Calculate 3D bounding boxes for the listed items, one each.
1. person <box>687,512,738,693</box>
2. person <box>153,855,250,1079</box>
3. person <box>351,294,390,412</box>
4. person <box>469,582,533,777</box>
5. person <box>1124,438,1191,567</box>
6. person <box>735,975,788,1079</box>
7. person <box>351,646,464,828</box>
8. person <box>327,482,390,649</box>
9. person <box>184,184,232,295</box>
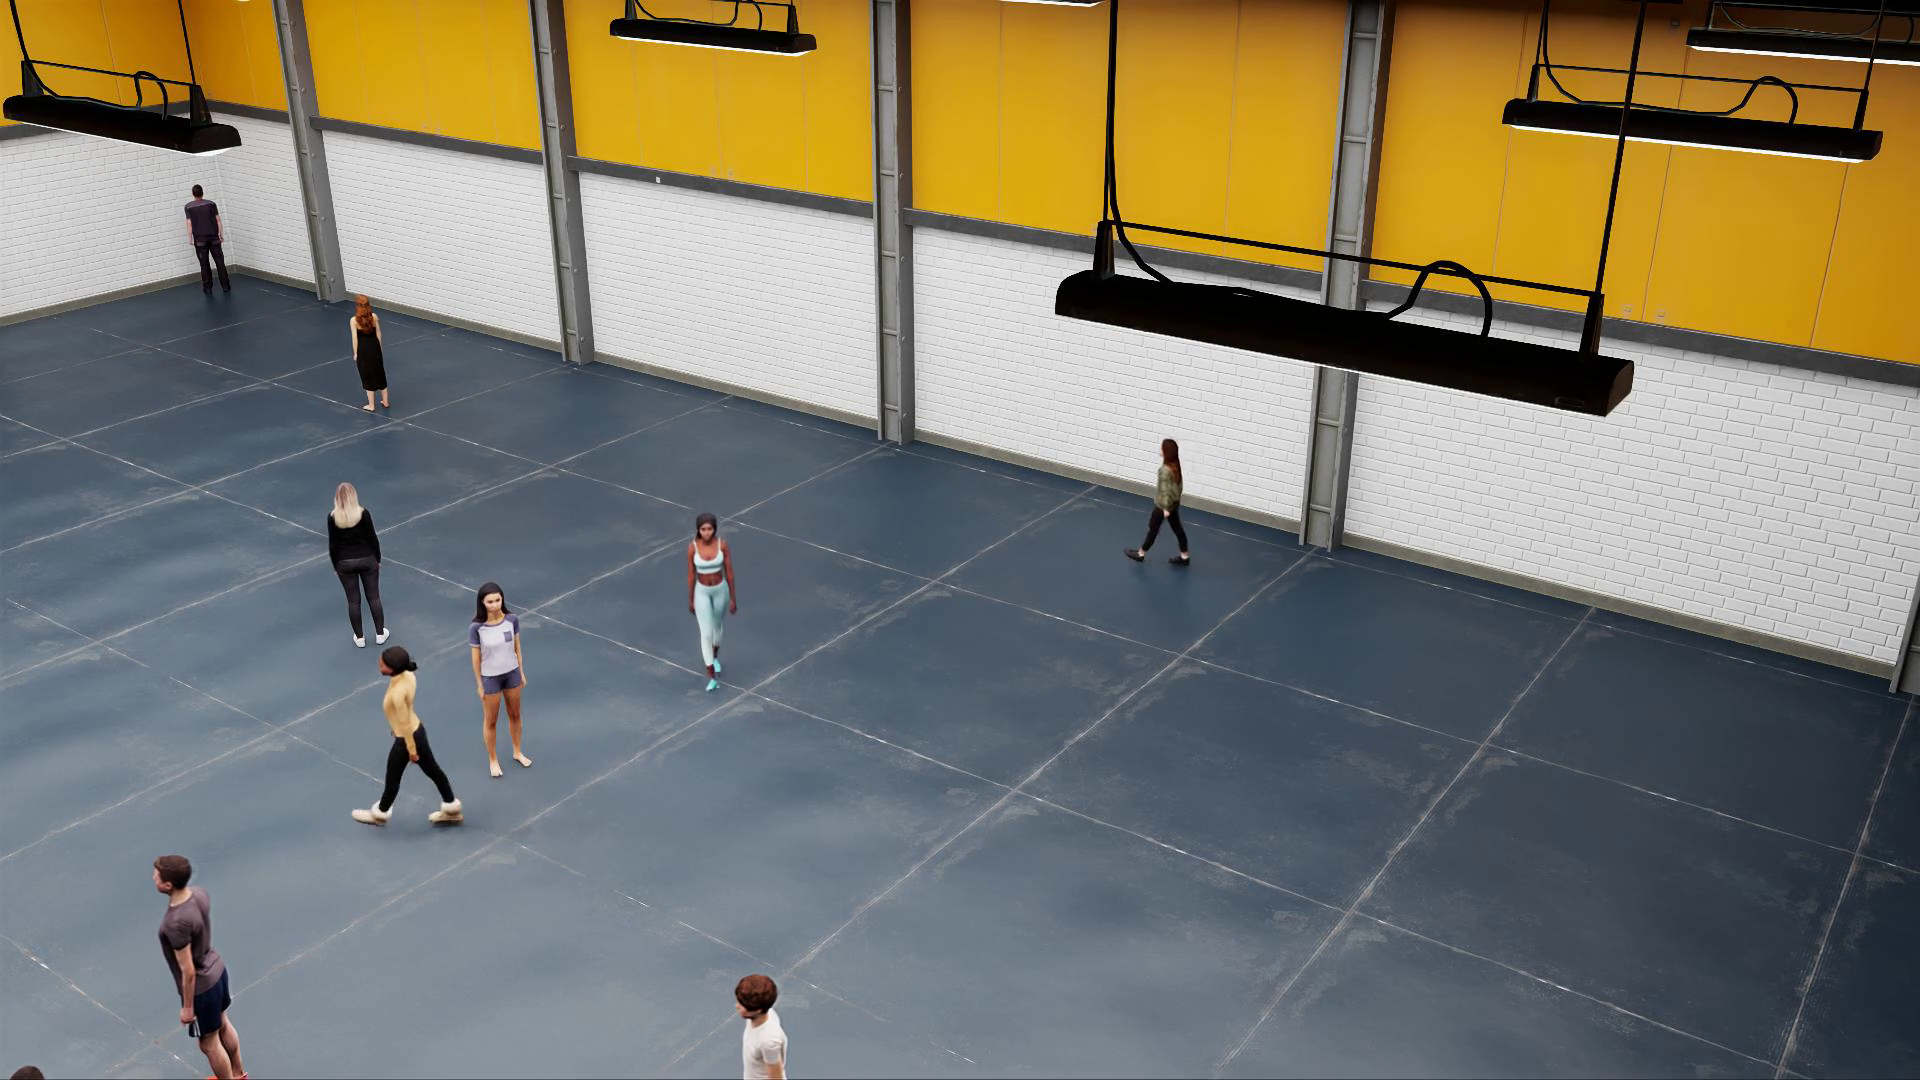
[{"bbox_3d":[-2.339,0.510,15.624,0.985,1.693,1.079,-6,24,-13],"label":"person"},{"bbox_3d":[-4.705,2.747,10.309,0.773,1.851,0.721,-3,24,-8],"label":"person"},{"bbox_3d":[-8.090,-2.576,22.769,0.602,1.625,0.618,-22,32,-40],"label":"person"},{"bbox_3d":[-3.903,1.155,14.099,0.648,1.733,0.624,-15,28,-31],"label":"person"},{"bbox_3d":[2.314,-0.376,17.965,0.980,1.442,0.693,11,26,23],"label":"person"},{"bbox_3d":[-1.109,3.186,9.552,0.728,1.653,0.631,-10,25,-21],"label":"person"},{"bbox_3d":[-4.302,1.588,13.254,1.152,1.615,0.974,1,24,1],"label":"person"},{"bbox_3d":[-5.897,0.242,16.248,0.699,1.685,0.730,-7,25,-16],"label":"person"},{"bbox_3d":[-12.851,-5.145,28.373,0.802,1.845,0.771,-12,26,-25],"label":"person"}]
